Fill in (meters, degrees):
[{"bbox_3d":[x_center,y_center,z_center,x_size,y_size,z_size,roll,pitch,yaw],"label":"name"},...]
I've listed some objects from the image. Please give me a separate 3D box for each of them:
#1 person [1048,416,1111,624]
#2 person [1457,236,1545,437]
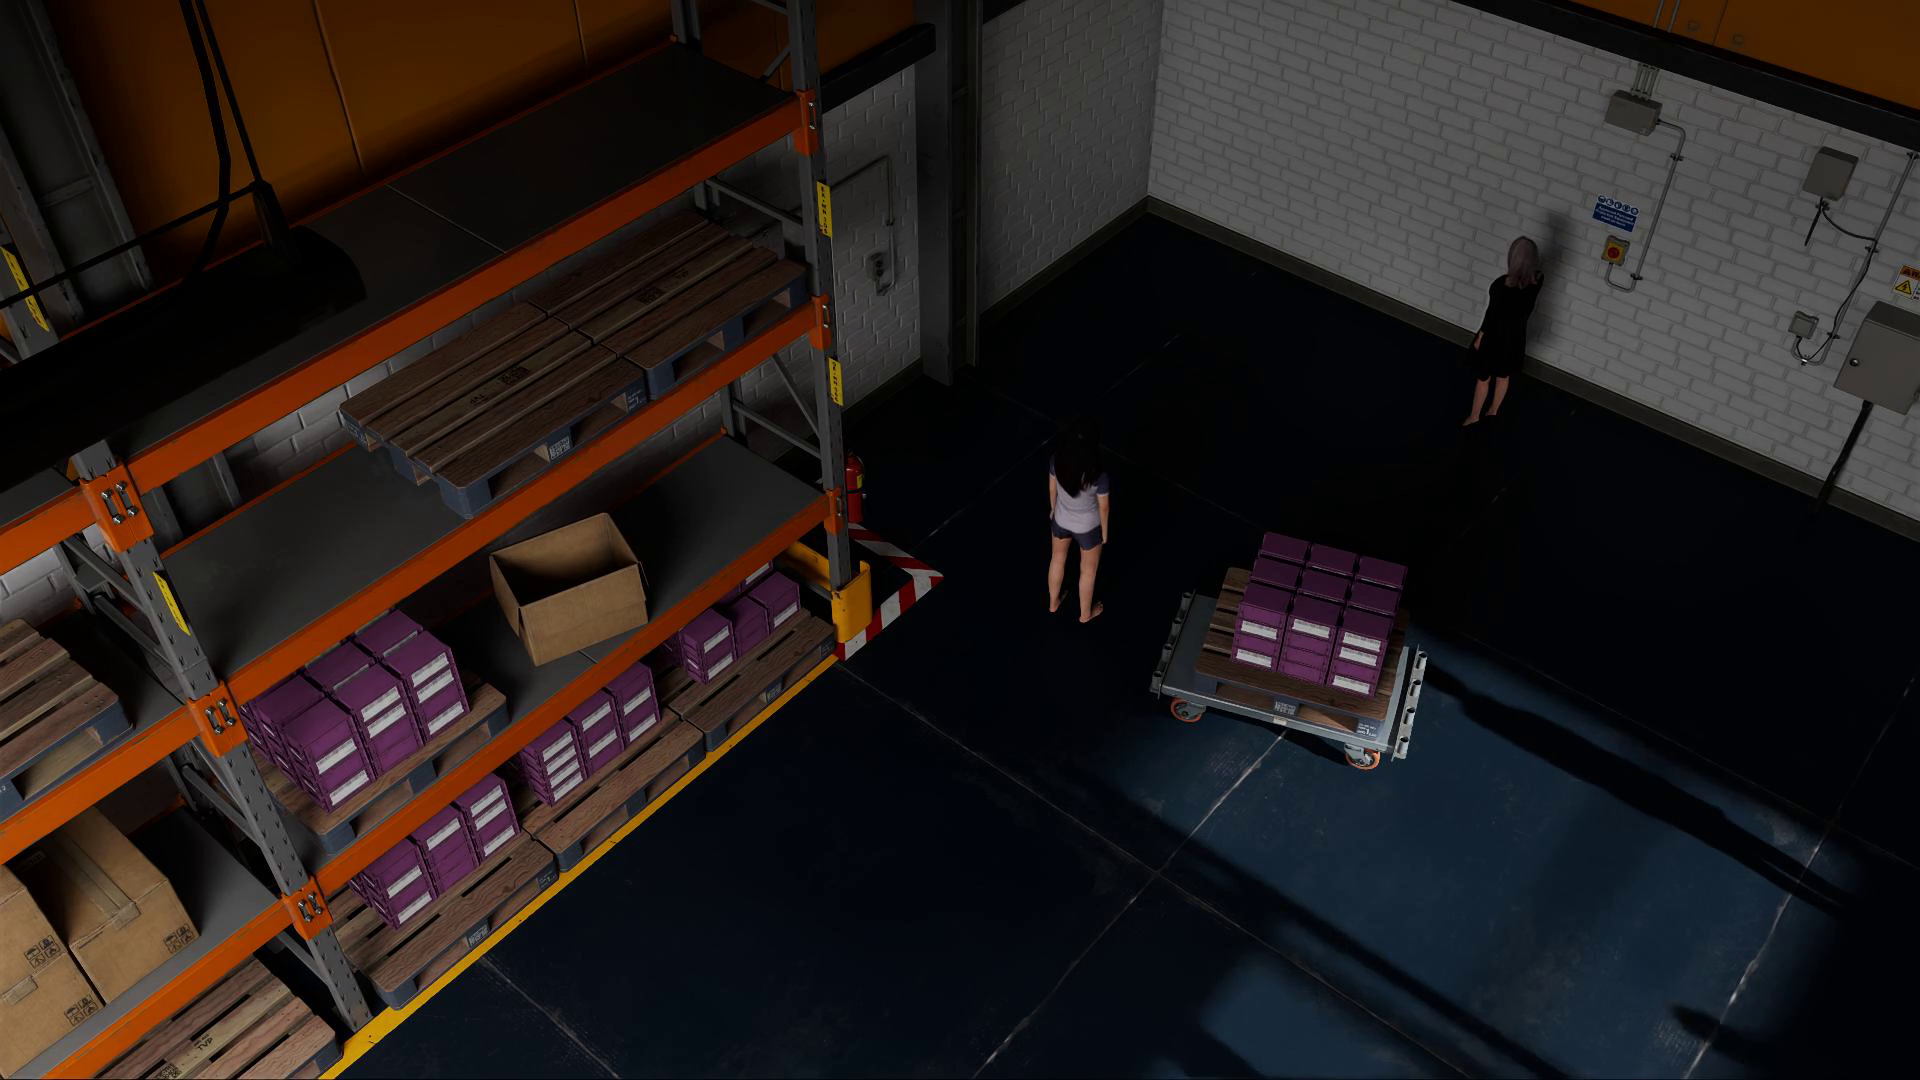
[{"bbox_3d":[0.781,-0.141,11.102,0.626,1.706,0.561,23,48,22],"label":"person"},{"bbox_3d":[4.079,-1.529,12.529,0.661,1.747,0.754,-13,45,-14],"label":"person"}]
